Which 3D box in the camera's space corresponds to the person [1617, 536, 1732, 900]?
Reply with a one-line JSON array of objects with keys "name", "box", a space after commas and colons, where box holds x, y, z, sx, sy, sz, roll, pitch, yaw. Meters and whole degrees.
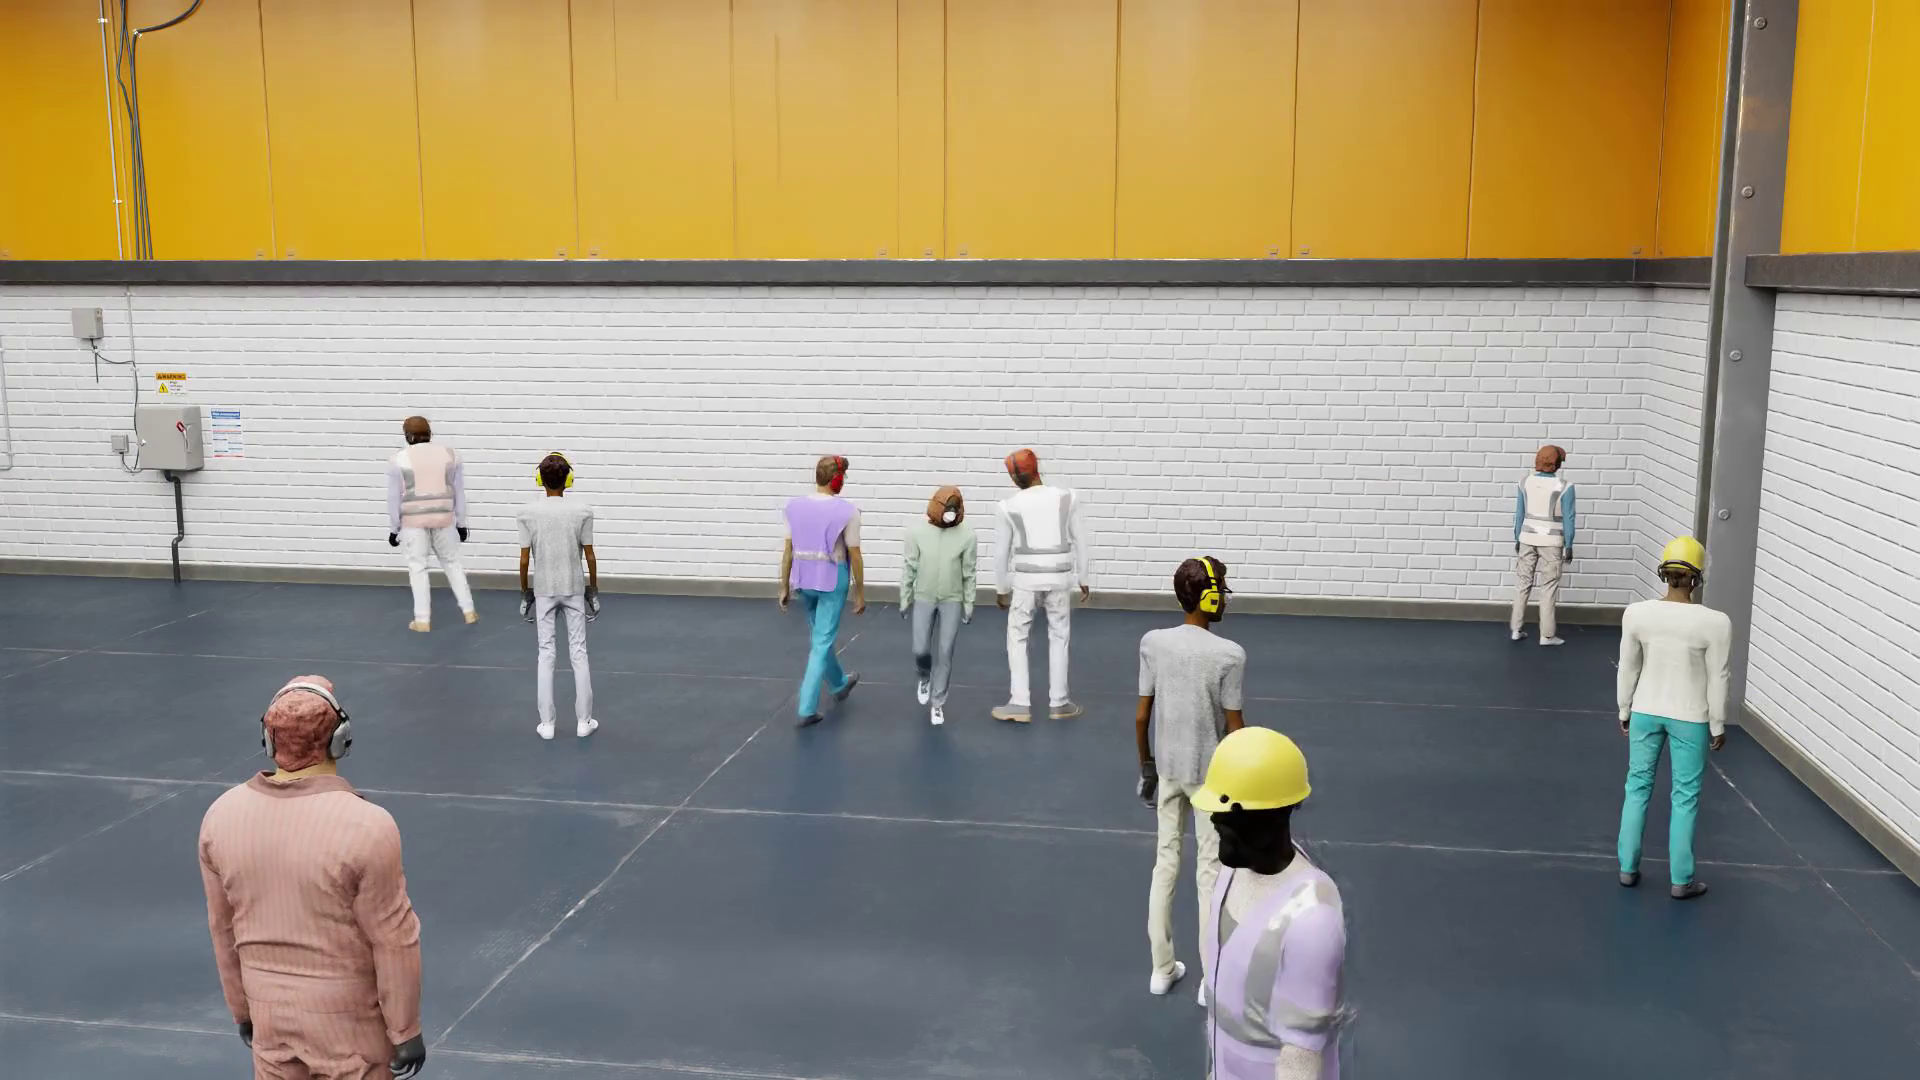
[{"name": "person", "box": [3.463, 0.855, 8.091, 0.526, 1.762, 0.339, 9, 13, 44]}]

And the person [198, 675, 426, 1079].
[{"name": "person", "box": [-1.790, 1.324, 4.726, 0.643, 1.913, 0.408, 3, 10, 16]}]

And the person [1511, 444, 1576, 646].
[{"name": "person", "box": [4.734, 0.038, 13.520, 0.315, 1.634, 0.525, -8, 12, -39]}]

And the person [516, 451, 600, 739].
[{"name": "person", "box": [-2.603, 0.360, 10.802, 0.514, 1.872, 0.328, -2, 9, -12]}]

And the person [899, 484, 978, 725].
[{"name": "person", "box": [-0.147, 0.414, 11.217, 0.531, 1.615, 0.434, 0, 9, -2]}]

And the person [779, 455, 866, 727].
[{"name": "person", "box": [-0.866, 0.315, 11.310, 0.581, 1.788, 0.954, 5, 10, 28]}]

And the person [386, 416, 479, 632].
[{"name": "person", "box": [-4.462, -0.138, 14.087, 0.777, 1.825, 0.430, -7, 11, -36]}]

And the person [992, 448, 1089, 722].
[{"name": "person", "box": [0.534, 0.315, 11.166, 0.684, 1.856, 0.398, -1, 9, -3]}]

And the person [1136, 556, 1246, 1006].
[{"name": "person", "box": [0.968, 0.993, 6.918, 0.519, 1.865, 0.335, 7, 12, 37]}]

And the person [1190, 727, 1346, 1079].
[{"name": "person", "box": [0.717, 1.402, 4.216, 0.556, 1.910, 0.599, -2, 9, -12]}]
